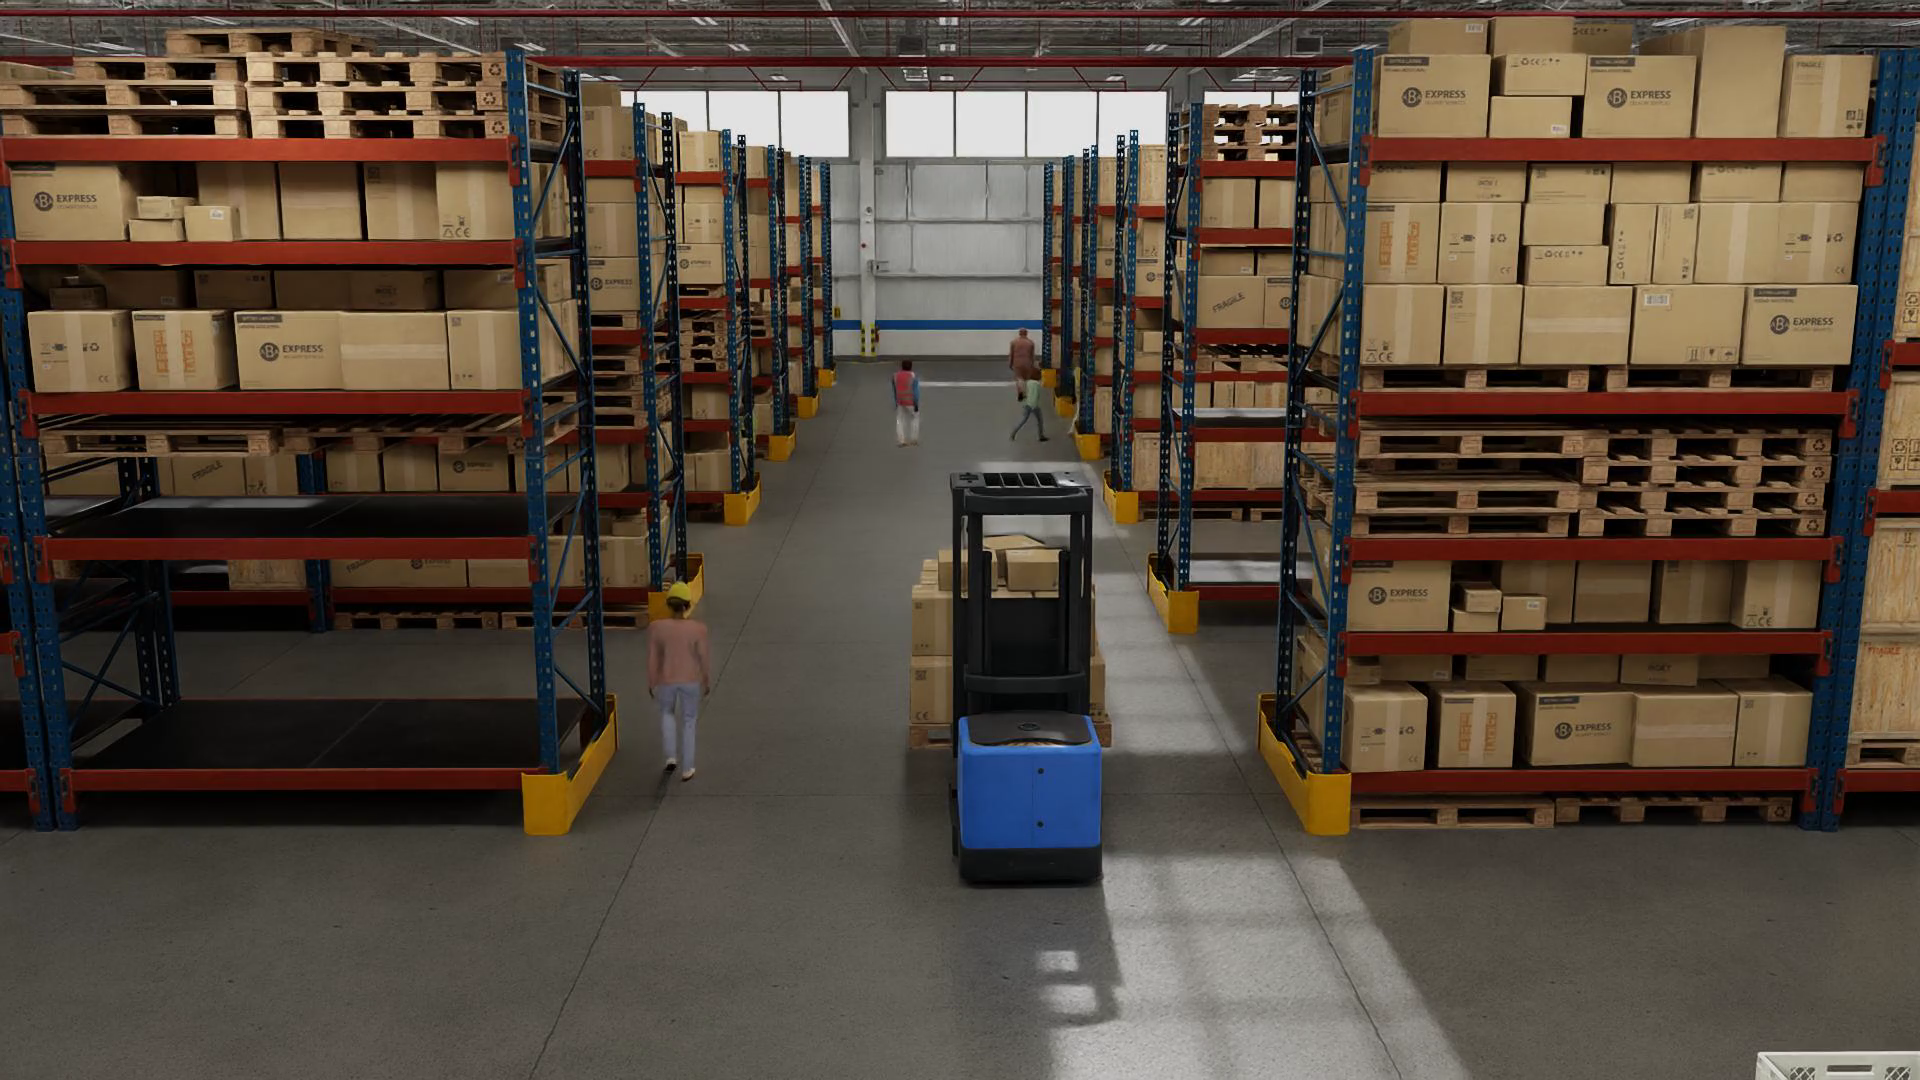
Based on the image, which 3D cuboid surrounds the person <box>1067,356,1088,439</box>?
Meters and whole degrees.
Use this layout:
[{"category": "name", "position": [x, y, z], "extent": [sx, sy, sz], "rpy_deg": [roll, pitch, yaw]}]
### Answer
[{"category": "person", "position": [2.648, -3.053, 35.555], "extent": [0.980, 1.797, 0.616], "rpy_deg": [-8, 14, -34]}]

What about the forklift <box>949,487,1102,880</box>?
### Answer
[{"category": "forklift", "position": [0.495, 0.986, 12.813], "extent": [1.129, 2.768, 1.873], "rpy_deg": [0, 11, -2]}]

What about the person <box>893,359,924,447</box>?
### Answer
[{"category": "person", "position": [-1.052, -2.839, 34.432], "extent": [0.637, 1.817, 0.709], "rpy_deg": [6, 13, 29]}]

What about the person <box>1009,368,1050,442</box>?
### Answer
[{"category": "person", "position": [1.471, -2.831, 34.965], "extent": [0.871, 1.587, 0.504], "rpy_deg": [-6, 13, -29]}]

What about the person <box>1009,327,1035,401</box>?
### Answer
[{"category": "person", "position": [1.592, -4.500, 42.515], "extent": [0.644, 1.877, 0.850], "rpy_deg": [-1, 11, -5]}]

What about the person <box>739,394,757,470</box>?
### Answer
[{"category": "person", "position": [-3.725, -1.721, 29.172], "extent": [0.322, 1.696, 0.536], "rpy_deg": [2, 12, 12]}]

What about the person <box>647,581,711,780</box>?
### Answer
[{"category": "person", "position": [-2.433, 1.220, 14.466], "extent": [0.542, 1.750, 0.396], "rpy_deg": [0, 11, -2]}]
